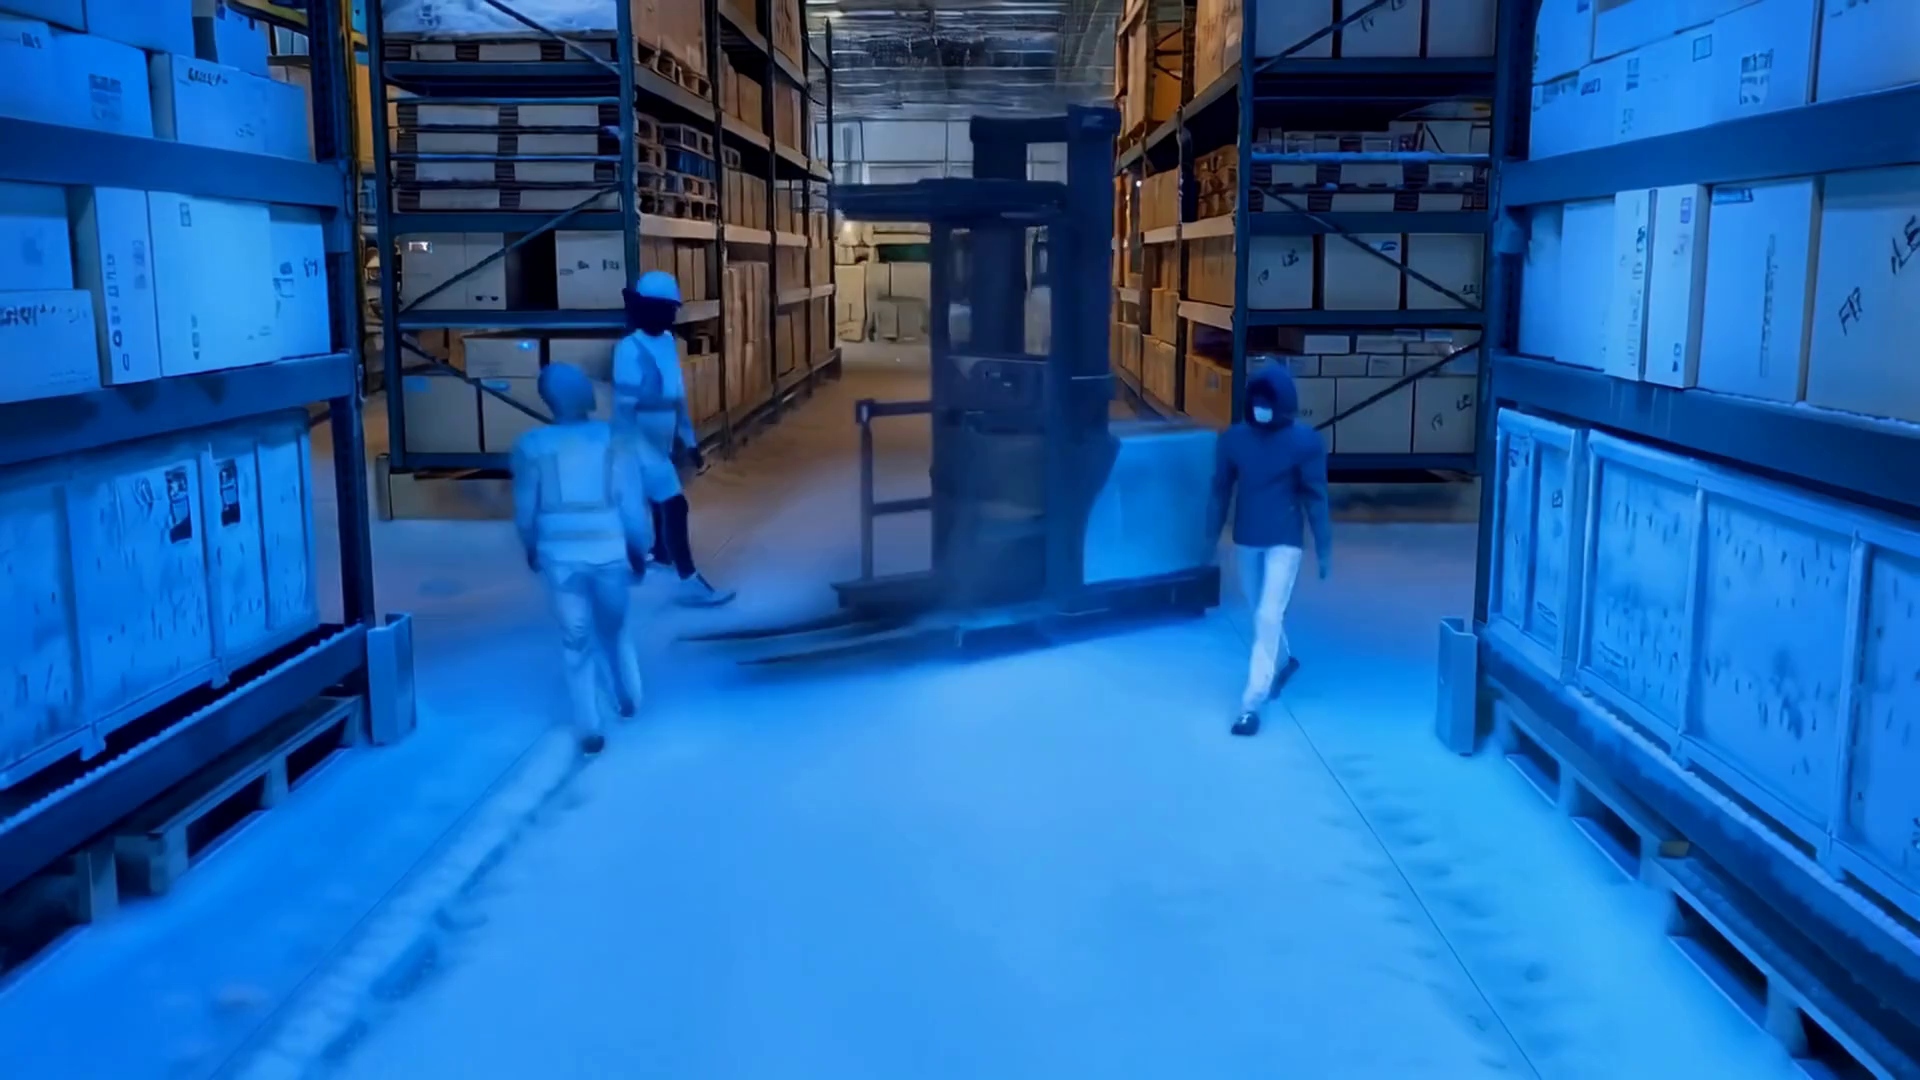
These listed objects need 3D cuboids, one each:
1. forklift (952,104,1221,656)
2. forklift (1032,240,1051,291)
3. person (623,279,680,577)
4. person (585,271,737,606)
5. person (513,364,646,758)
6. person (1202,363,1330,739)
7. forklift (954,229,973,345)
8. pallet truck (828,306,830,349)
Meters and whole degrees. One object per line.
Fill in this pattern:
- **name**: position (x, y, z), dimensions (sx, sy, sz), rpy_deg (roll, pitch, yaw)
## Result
- **forklift**: position (0.461, -0.933, 9.152), dimensions (1.873, 2.768, 1.129), rpy_deg (-7, 12, -35)
- **forklift**: position (3.172, -9.648, 61.356), dimensions (1.129, 2.768, 1.873), rpy_deg (0, 9, 1)
- **person**: position (-1.975, -0.720, 10.767), dimensions (0.391, 1.914, 0.587), rpy_deg (-2, 10, -13)
- **person**: position (-1.908, -0.591, 9.839), dimensions (1.089, 1.994, 0.599), rpy_deg (1, 10, 7)
- **person**: position (-1.593, 0.067, 6.981), dimensions (0.520, 1.598, 0.799), rpy_deg (-3, 10, -18)
- **person**: position (1.372, 0.009, 7.314), dimensions (0.521, 1.599, 0.815), rpy_deg (6, 11, 33)
- **forklift**: position (0.124, -6.117, 40.203), dimensions (1.129, 2.768, 1.873), rpy_deg (0, 9, 1)
- **pallet truck**: position (-3.100, -3.940, 29.800), dimensions (1.885, 1.965, 0.823), rpy_deg (3, 10, 19)
